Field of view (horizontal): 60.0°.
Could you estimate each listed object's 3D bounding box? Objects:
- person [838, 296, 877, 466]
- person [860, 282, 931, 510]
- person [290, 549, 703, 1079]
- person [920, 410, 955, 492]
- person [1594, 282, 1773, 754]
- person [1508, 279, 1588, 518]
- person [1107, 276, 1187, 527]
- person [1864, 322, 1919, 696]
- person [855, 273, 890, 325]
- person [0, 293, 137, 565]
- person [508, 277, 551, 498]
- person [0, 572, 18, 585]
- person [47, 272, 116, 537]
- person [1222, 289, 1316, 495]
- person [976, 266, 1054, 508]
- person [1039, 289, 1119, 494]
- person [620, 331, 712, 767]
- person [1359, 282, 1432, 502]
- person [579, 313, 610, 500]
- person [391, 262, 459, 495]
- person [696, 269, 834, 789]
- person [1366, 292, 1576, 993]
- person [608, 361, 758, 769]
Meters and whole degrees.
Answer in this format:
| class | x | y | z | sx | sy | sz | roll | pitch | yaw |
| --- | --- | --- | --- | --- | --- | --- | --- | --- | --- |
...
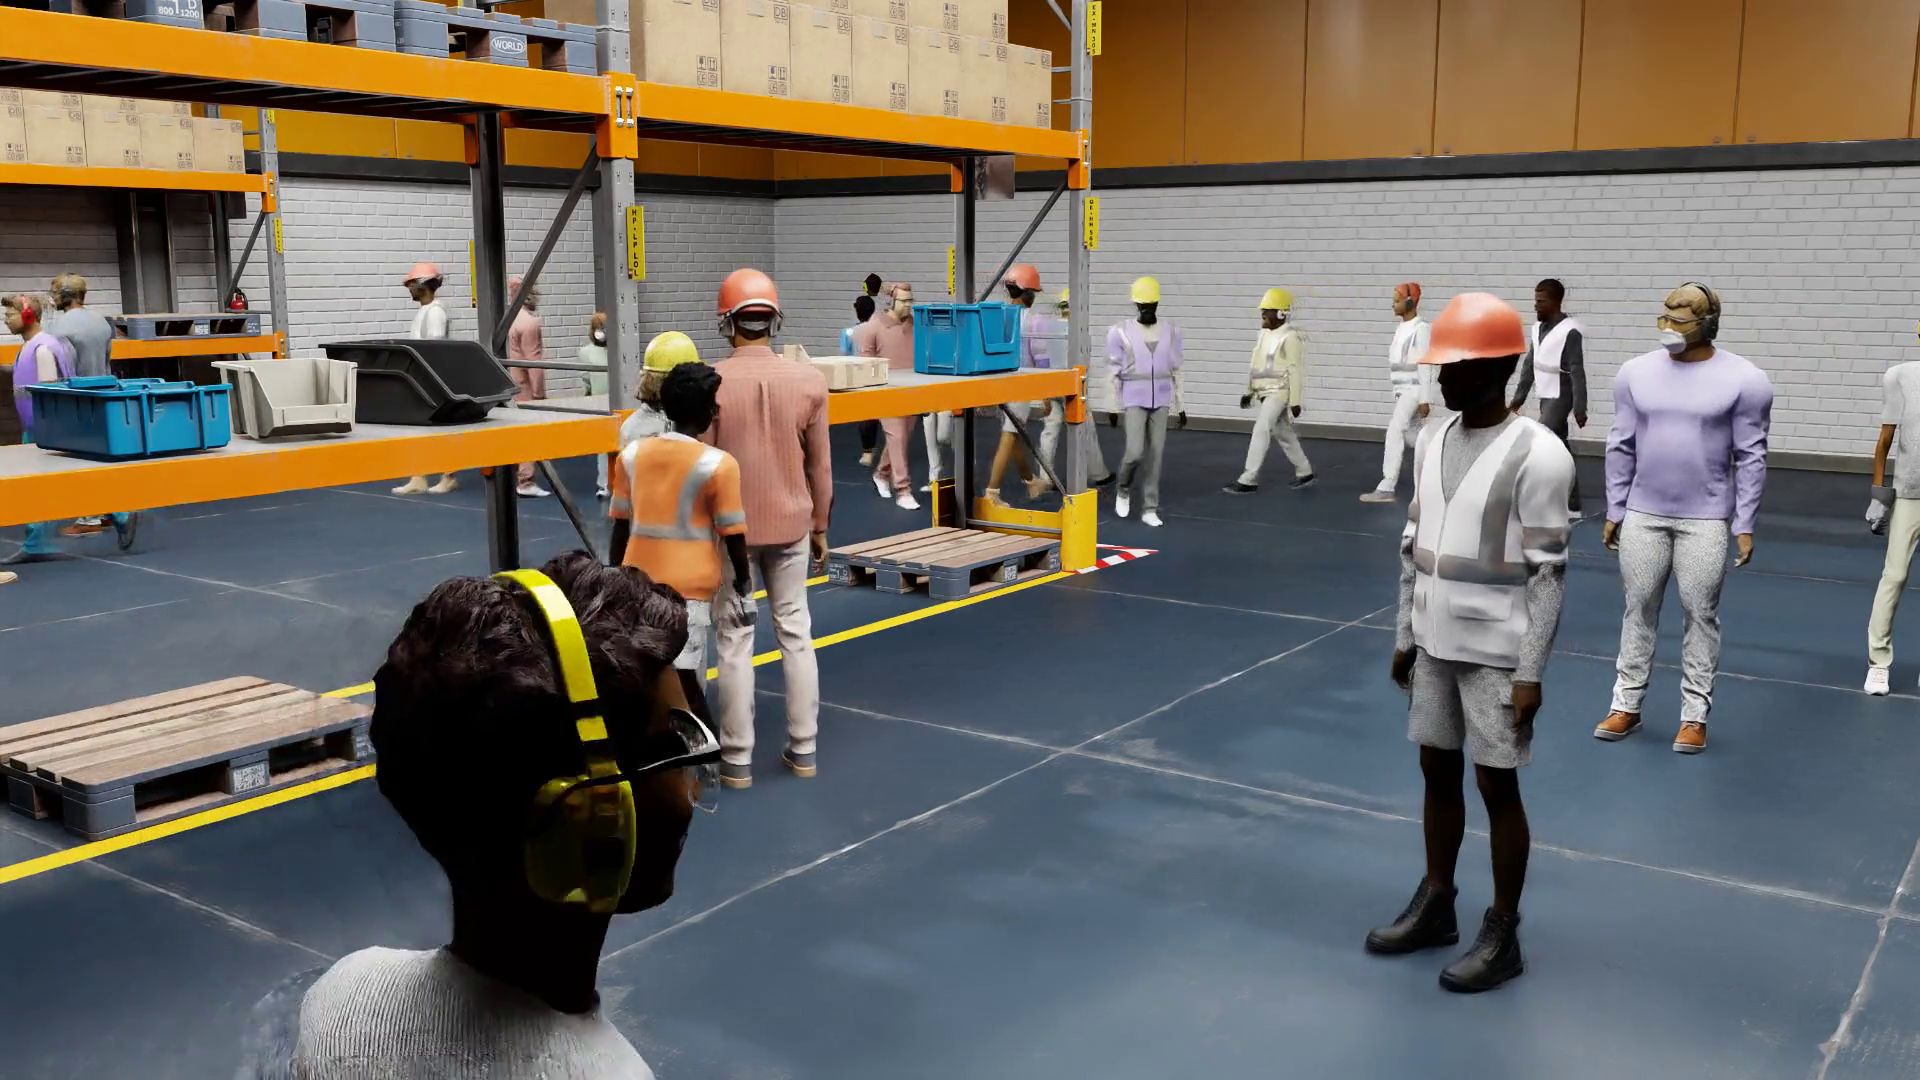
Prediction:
| class | x | y | z | sx | sy | sz | roll | pitch | yaw |
| --- | --- | --- | --- | --- | --- | --- | --- | --- | --- |
| person | -0.975 | -1.593 | 16.590 | 0.552 | 1.669 | 0.679 | -4 | 10 | -24 |
| person | -0.542 | -1.222 | 13.879 | 0.645 | 1.864 | 0.955 | -6 | 11 | -33 |
| person | -0.323 | 0.914 | 1.261 | 0.981 | 1.830 | 0.523 | -8 | 12 | -38 |
| person | -0.144 | -1.237 | 14.660 | 0.505 | 1.619 | 0.478 | 8 | 13 | 41 |
| person | 2.978 | -0.089 | 6.887 | 0.628 | 1.937 | 0.378 | 8 | 12 | 40 |
| person | 4.514 | -1.073 | 12.919 | 0.868 | 1.880 | 0.597 | -1 | 10 | -4 |
| person | 1.424 | -1.053 | 12.715 | 0.593 | 1.906 | 0.466 | -3 | 10 | -15 |
| person | 4.494 | -0.191 | 7.689 | 0.535 | 1.868 | 0.309 | 2 | 10 | 14 |
| person | -1.053 | -2.314 | 20.333 | 0.528 | 1.869 | 0.313 | -4 | 10 | -21 |
| person | -6.073 | -0.751 | 11.194 | 0.794 | 1.814 | 0.599 | -9 | 13 | -42 |
| person | -3.769 | -1.298 | 14.246 | 0.439 | 1.883 | 0.646 | -8 | 13 | -41 |
| person | -6.228 | -0.623 | 10.343 | 0.627 | 1.844 | 0.429 | 6 | 11 | 30 |
| person | -6.460 | -0.989 | 12.233 | 0.357 | 1.937 | 0.637 | 1 | 10 | 4 |
| person | 2.755 | -1.290 | 14.503 | 0.940 | 1.790 | 0.591 | -2 | 10 | -12 |
| person | 0.500 | -1.226 | 13.523 | 0.615 | 1.974 | 1.086 | 9 | 13 | 41 |
| person | 1.023 | -1.299 | 14.562 | 0.869 | 1.780 | 0.580 | -8 | 13 | -41 |
| person | -1.141 | 0.039 | 6.694 | 0.484 | 1.744 | 0.295 | 7 | 12 | 35 |
| person | 3.863 | -1.237 | 13.987 | 0.897 | 1.857 | 0.574 | 0 | 10 | -2 |
| person | -2.992 | -1.147 | 14.244 | 0.519 | 1.572 | 0.906 | -1 | 10 | -5 |
| person | -4.612 | -1.379 | 14.344 | 0.522 | 2.034 | 0.698 | -7 | 12 | -36 |
| person | -0.793 | -0.043 | 6.438 | 0.622 | 1.990 | 0.402 | -5 | 11 | -27 |
| person | 1.410 | 0.286 | 4.649 | 0.375 | 1.933 | 0.551 | -5 | 11 | -28 |
| person | -0.981 | 0.168 | 6.168 | 0.543 | 1.643 | 0.905 | 6 | 11 | 33 |
